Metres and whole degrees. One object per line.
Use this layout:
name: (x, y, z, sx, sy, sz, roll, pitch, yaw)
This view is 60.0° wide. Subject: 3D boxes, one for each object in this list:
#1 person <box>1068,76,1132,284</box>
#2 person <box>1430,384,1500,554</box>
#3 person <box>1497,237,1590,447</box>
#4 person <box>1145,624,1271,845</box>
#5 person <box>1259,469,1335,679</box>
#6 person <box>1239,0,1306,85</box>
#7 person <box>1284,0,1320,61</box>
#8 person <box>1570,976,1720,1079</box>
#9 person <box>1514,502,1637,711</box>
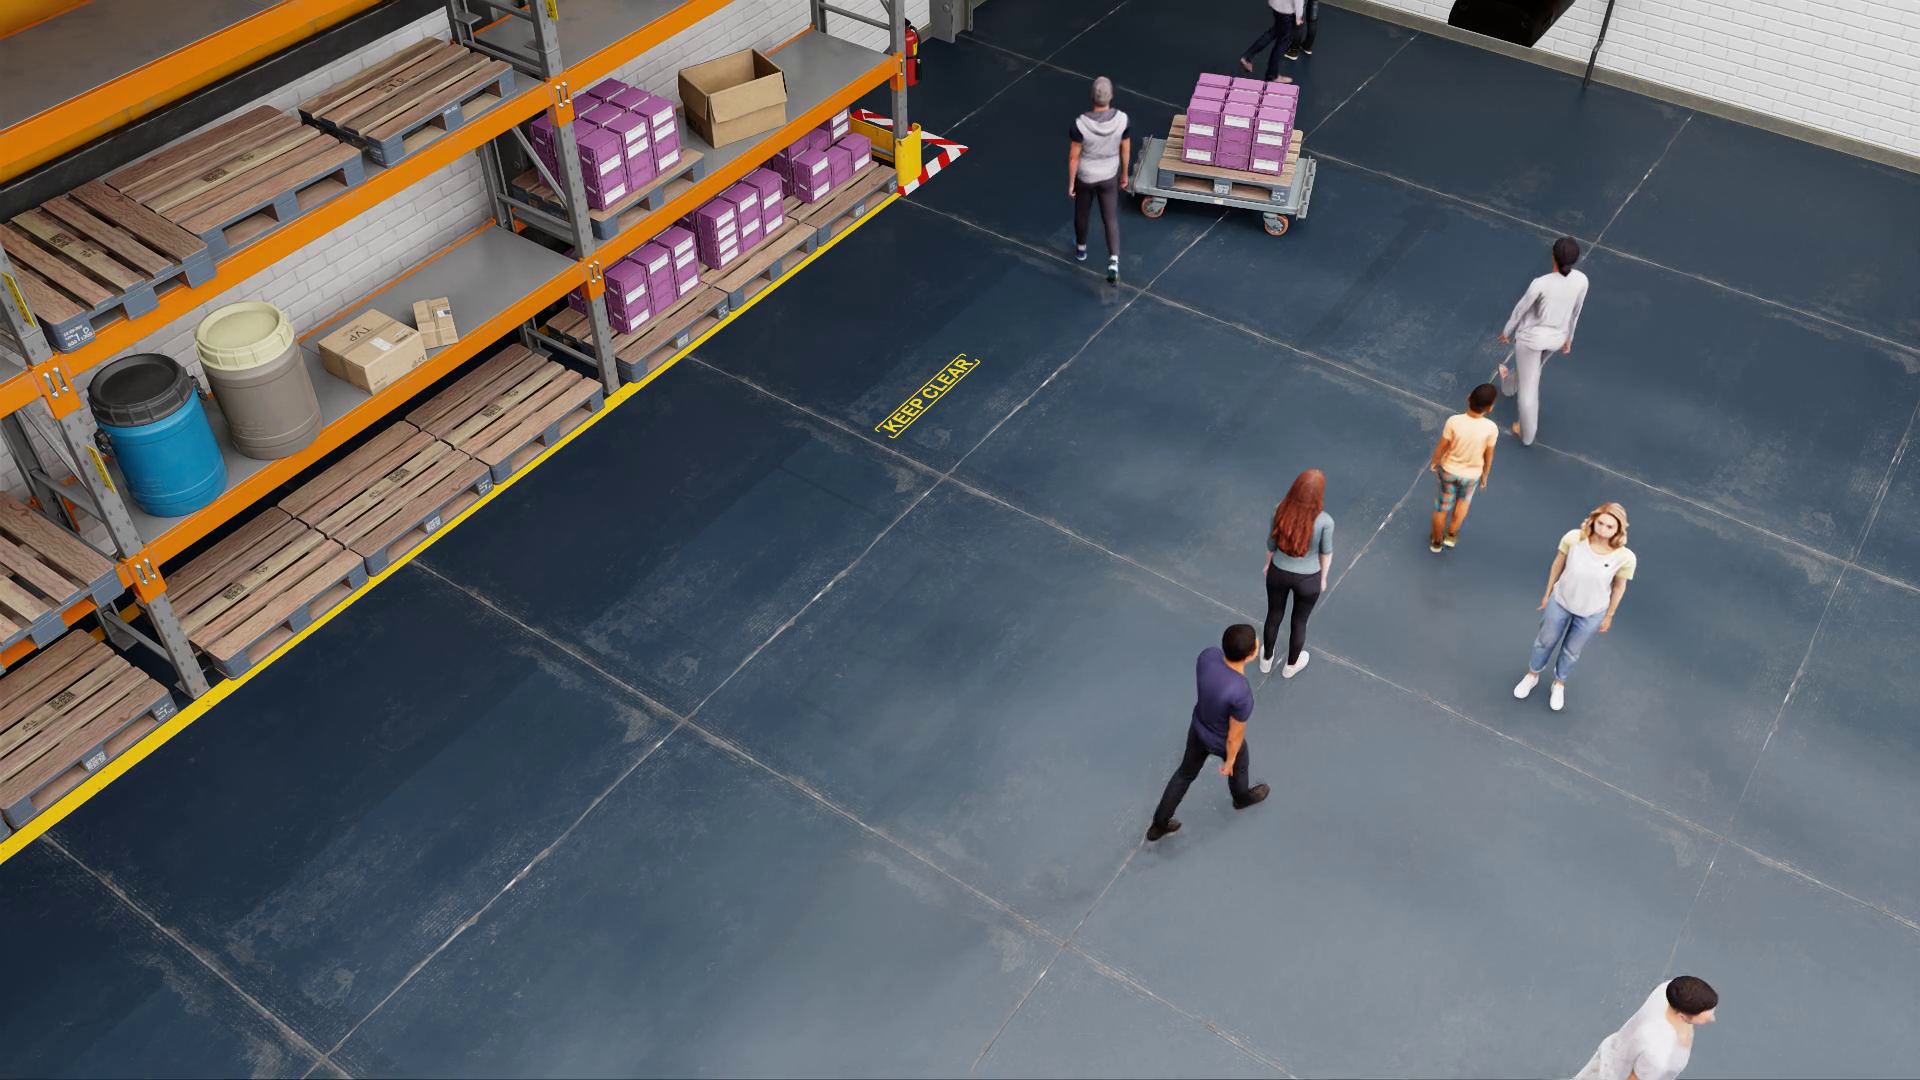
person: (1.195, -3.037, 14.209, 1.149, 1.804, 1.221, -6, 44, -6)
person: (3.531, -0.444, 11.742, 0.623, 1.452, 0.638, 11, 45, 12)
person: (4.448, -1.468, 12.641, 1.093, 1.695, 1.144, -8, 44, -8)
person: (1.434, 1.172, 9.830, 1.214, 1.749, 0.902, -26, 49, -25)
person: (2.176, 0.230, 10.824, 0.608, 1.742, 0.578, 19, 47, 19)
person: (3.176, -5.374, 16.649, 1.010, 1.821, 0.949, -12, 45, -13)
person: (3.611, -5.723, 17.273, 0.570, 1.465, 0.684, -22, 48, -22)
person: (3.233, 2.638, 8.260, 1.050, 1.794, 1.168, 14, 45, 15)
person: (3.959, 0.406, 10.654, 0.642, 1.722, 0.565, 21, 47, 20)
